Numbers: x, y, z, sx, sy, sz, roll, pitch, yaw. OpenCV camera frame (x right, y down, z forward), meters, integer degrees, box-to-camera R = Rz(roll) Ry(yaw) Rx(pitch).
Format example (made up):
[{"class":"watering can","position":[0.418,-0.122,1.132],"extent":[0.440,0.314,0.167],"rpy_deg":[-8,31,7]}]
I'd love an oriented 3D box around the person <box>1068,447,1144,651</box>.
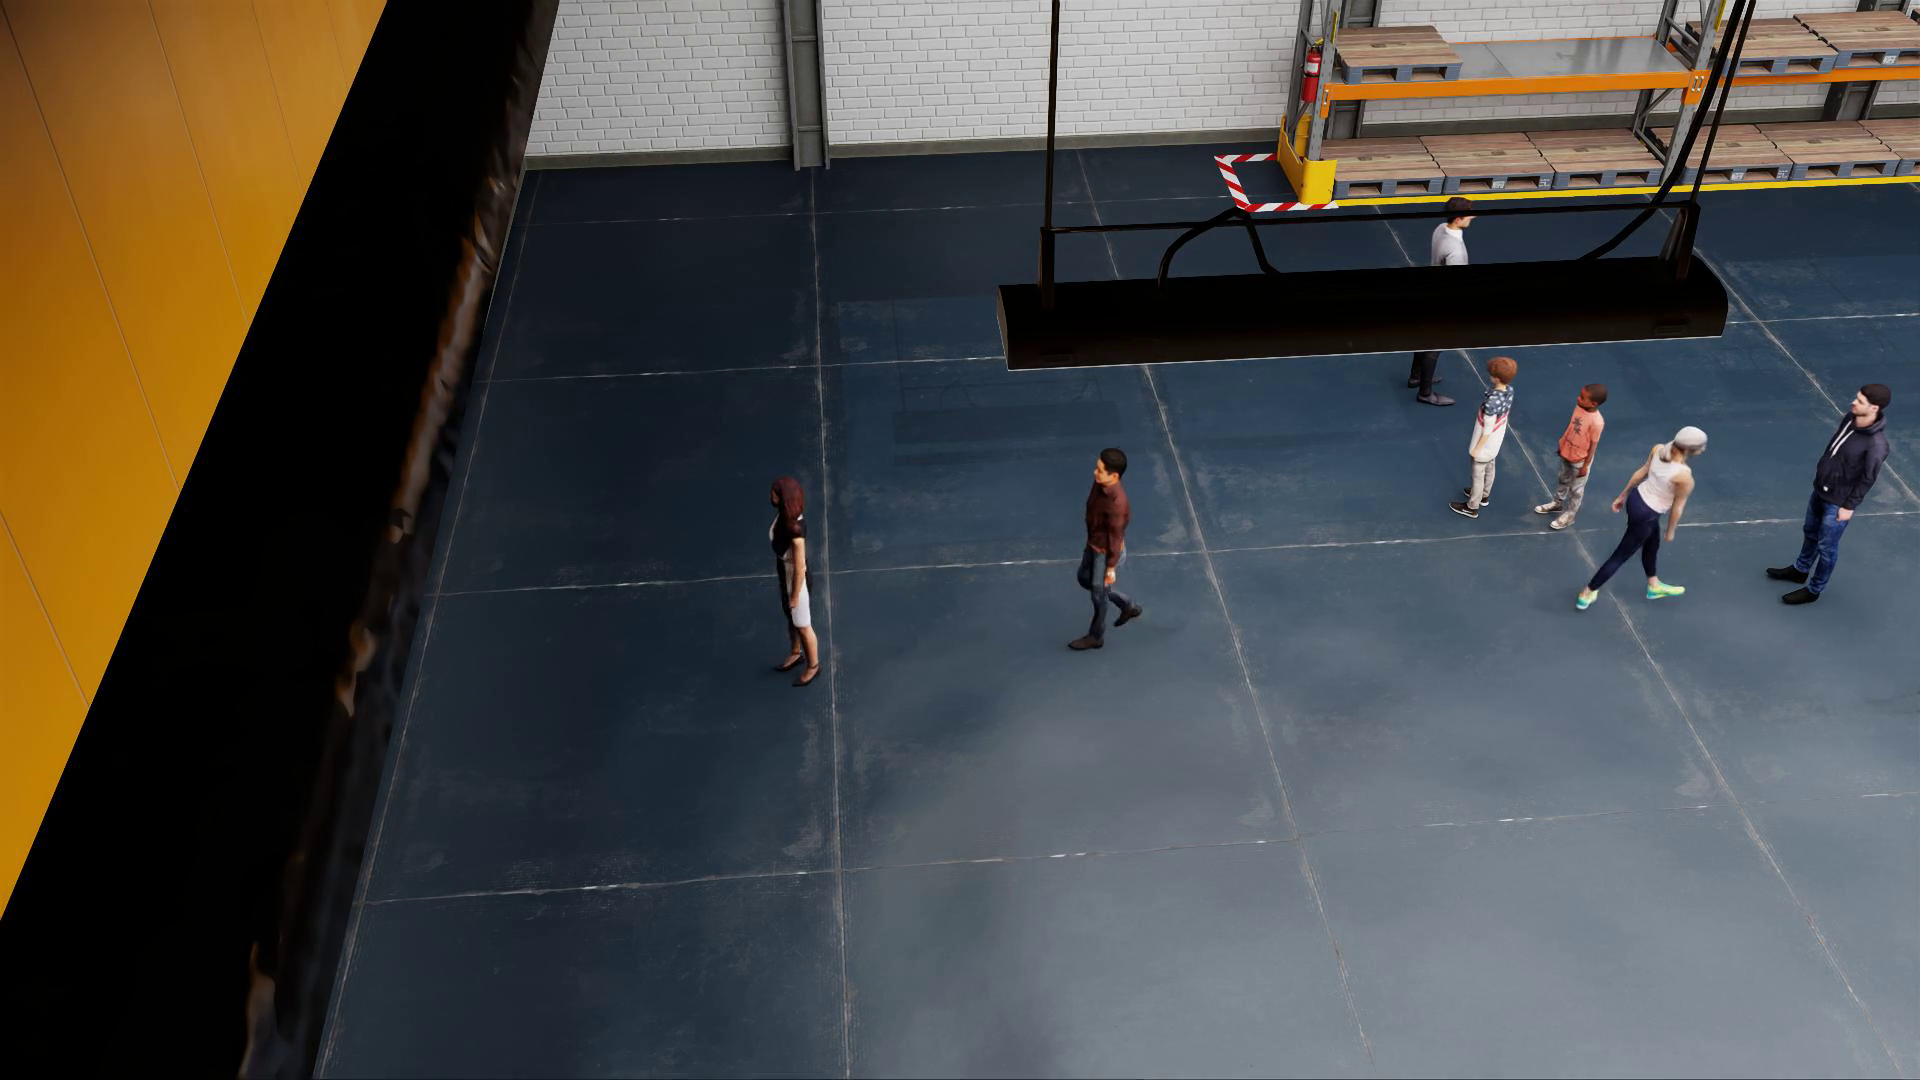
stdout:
[{"class":"person","position":[1.107,0.066,11.819],"extent":[0.820,1.773,0.706],"rpy_deg":[-7,39,-8]}]

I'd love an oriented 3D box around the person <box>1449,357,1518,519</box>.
[{"class":"person","position":[4.203,-0.834,13.208],"extent":[0.639,1.444,0.576],"rpy_deg":[28,47,31]}]

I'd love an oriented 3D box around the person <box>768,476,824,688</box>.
[{"class":"person","position":[-1.130,0.287,11.522],"extent":[0.599,1.795,0.624],"rpy_deg":[-9,40,-11]}]

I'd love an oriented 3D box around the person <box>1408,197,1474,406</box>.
[{"class":"person","position":[4.162,-2.087,14.393],"extent":[0.625,1.923,0.736],"rpy_deg":[-1,39,-1]}]

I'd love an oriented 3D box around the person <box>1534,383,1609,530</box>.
[{"class":"person","position":[4.889,-0.692,13.138],"extent":[0.520,1.310,0.522],"rpy_deg":[-9,40,-11]}]

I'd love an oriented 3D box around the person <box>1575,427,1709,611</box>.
[{"class":"person","position":[4.935,-0.146,12.184],"extent":[1.044,1.648,0.685],"rpy_deg":[-10,40,-12]}]

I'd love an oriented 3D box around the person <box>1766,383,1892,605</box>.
[{"class":"person","position":[6.480,-0.354,12.247],"extent":[0.582,1.894,0.680],"rpy_deg":[-1,39,-1]}]
